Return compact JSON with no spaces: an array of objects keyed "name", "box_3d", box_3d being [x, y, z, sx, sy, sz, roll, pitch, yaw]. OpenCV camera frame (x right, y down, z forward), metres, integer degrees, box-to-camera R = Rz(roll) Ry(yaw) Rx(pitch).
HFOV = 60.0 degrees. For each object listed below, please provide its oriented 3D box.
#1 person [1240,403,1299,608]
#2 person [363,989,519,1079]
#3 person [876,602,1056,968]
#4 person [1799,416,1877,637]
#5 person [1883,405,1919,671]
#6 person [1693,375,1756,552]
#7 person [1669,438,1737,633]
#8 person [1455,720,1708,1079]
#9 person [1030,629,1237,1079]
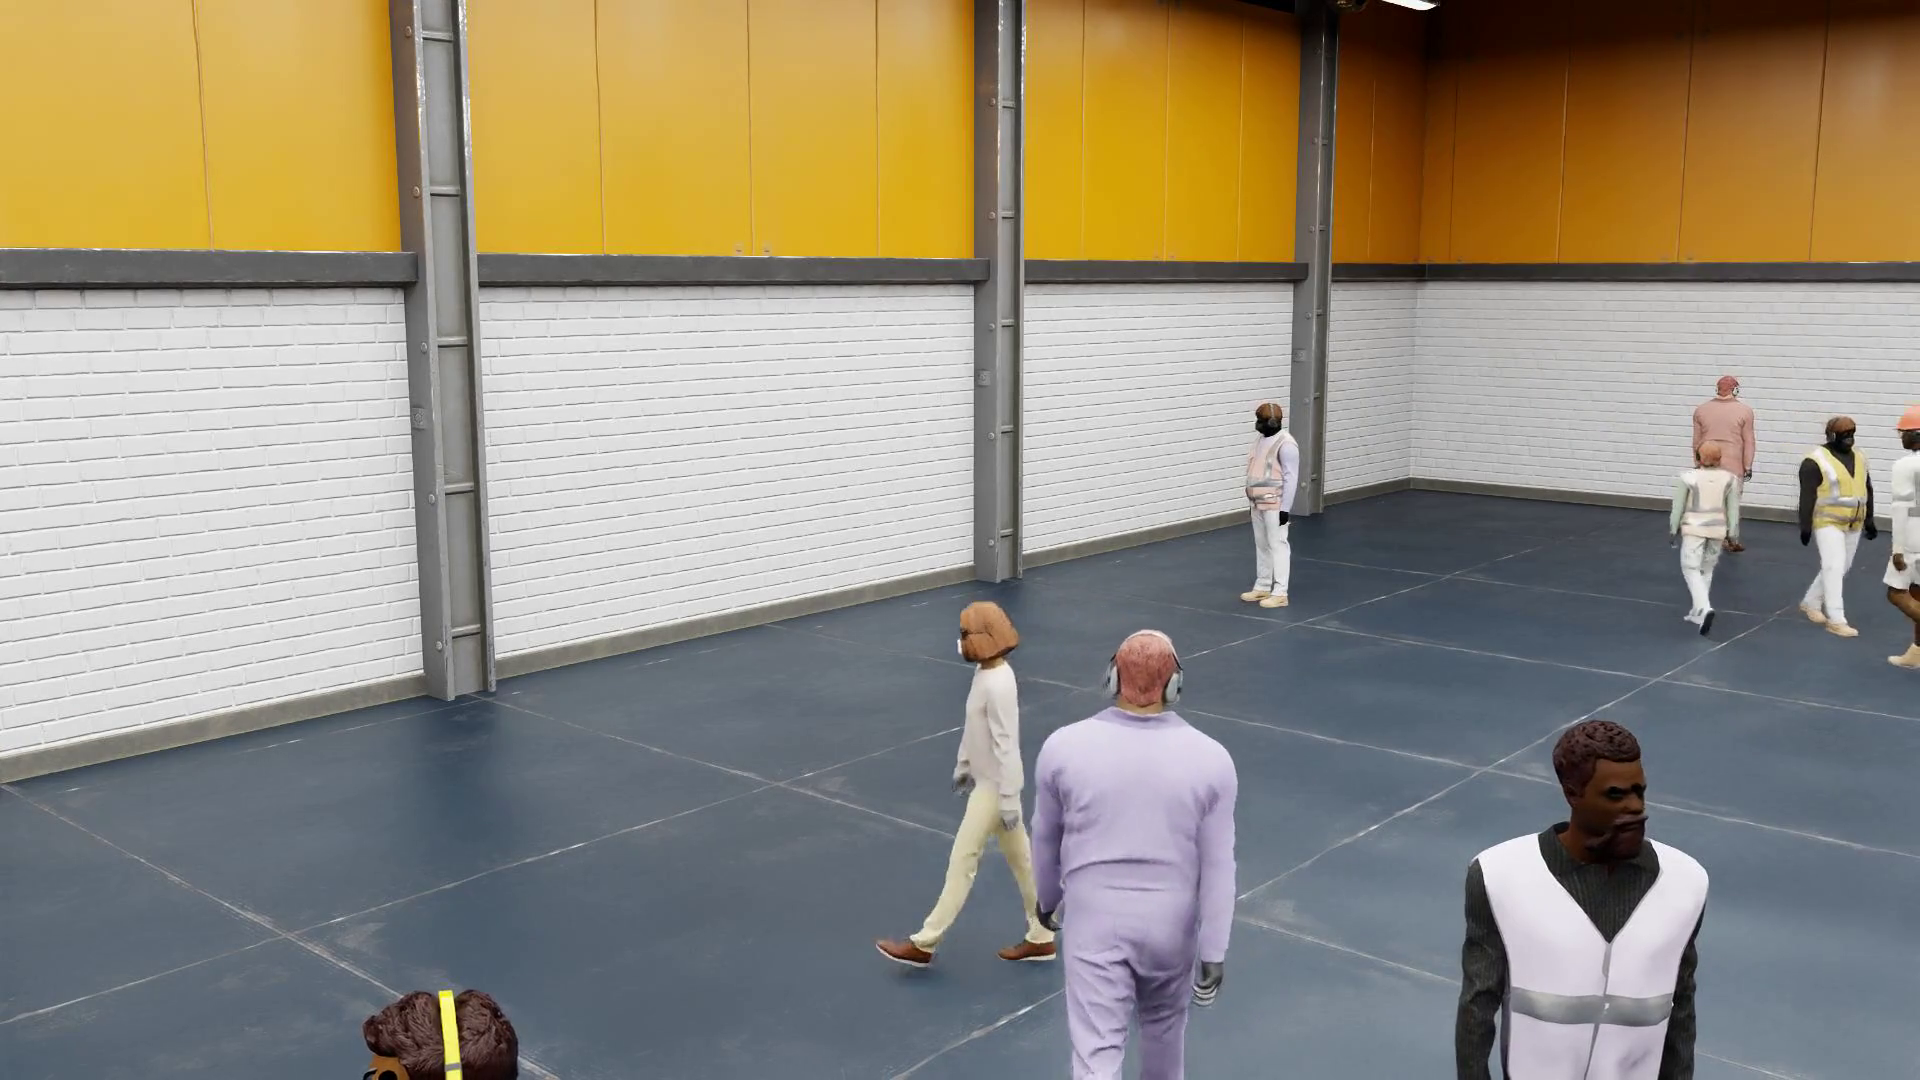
[{"name":"person","box_3d":[2.781,-0.317,14.978,0.428,1.840,0.631,-3,10,-19]},{"name":"person","box_3d":[-0.806,1.626,2.718,0.329,1.862,0.511,-4,10,-26]},{"name":"person","box_3d":[0.042,1.054,7.120,0.825,1.589,0.531,0,9,-2]},{"name":"person","box_3d":[7.353,-0.143,13.976,0.628,1.816,0.807,-3,10,-18]},{"name":"person","box_3d":[7.170,0.015,12.349,0.606,2.025,0.652,-3,10,-19]},{"name":"person","box_3d":[8.252,-0.825,17.971,0.642,1.906,0.410,8,12,42]},{"name":"person","box_3d":[6.241,-0.035,13.915,0.531,1.621,0.718,0,9,0]},{"name":"person","box_3d":[1.516,1.373,4.111,0.597,1.921,0.383,0,9,-2]},{"name":"person","box_3d":[0.545,1.214,5.344,0.644,1.855,0.993,1,9,4]}]
